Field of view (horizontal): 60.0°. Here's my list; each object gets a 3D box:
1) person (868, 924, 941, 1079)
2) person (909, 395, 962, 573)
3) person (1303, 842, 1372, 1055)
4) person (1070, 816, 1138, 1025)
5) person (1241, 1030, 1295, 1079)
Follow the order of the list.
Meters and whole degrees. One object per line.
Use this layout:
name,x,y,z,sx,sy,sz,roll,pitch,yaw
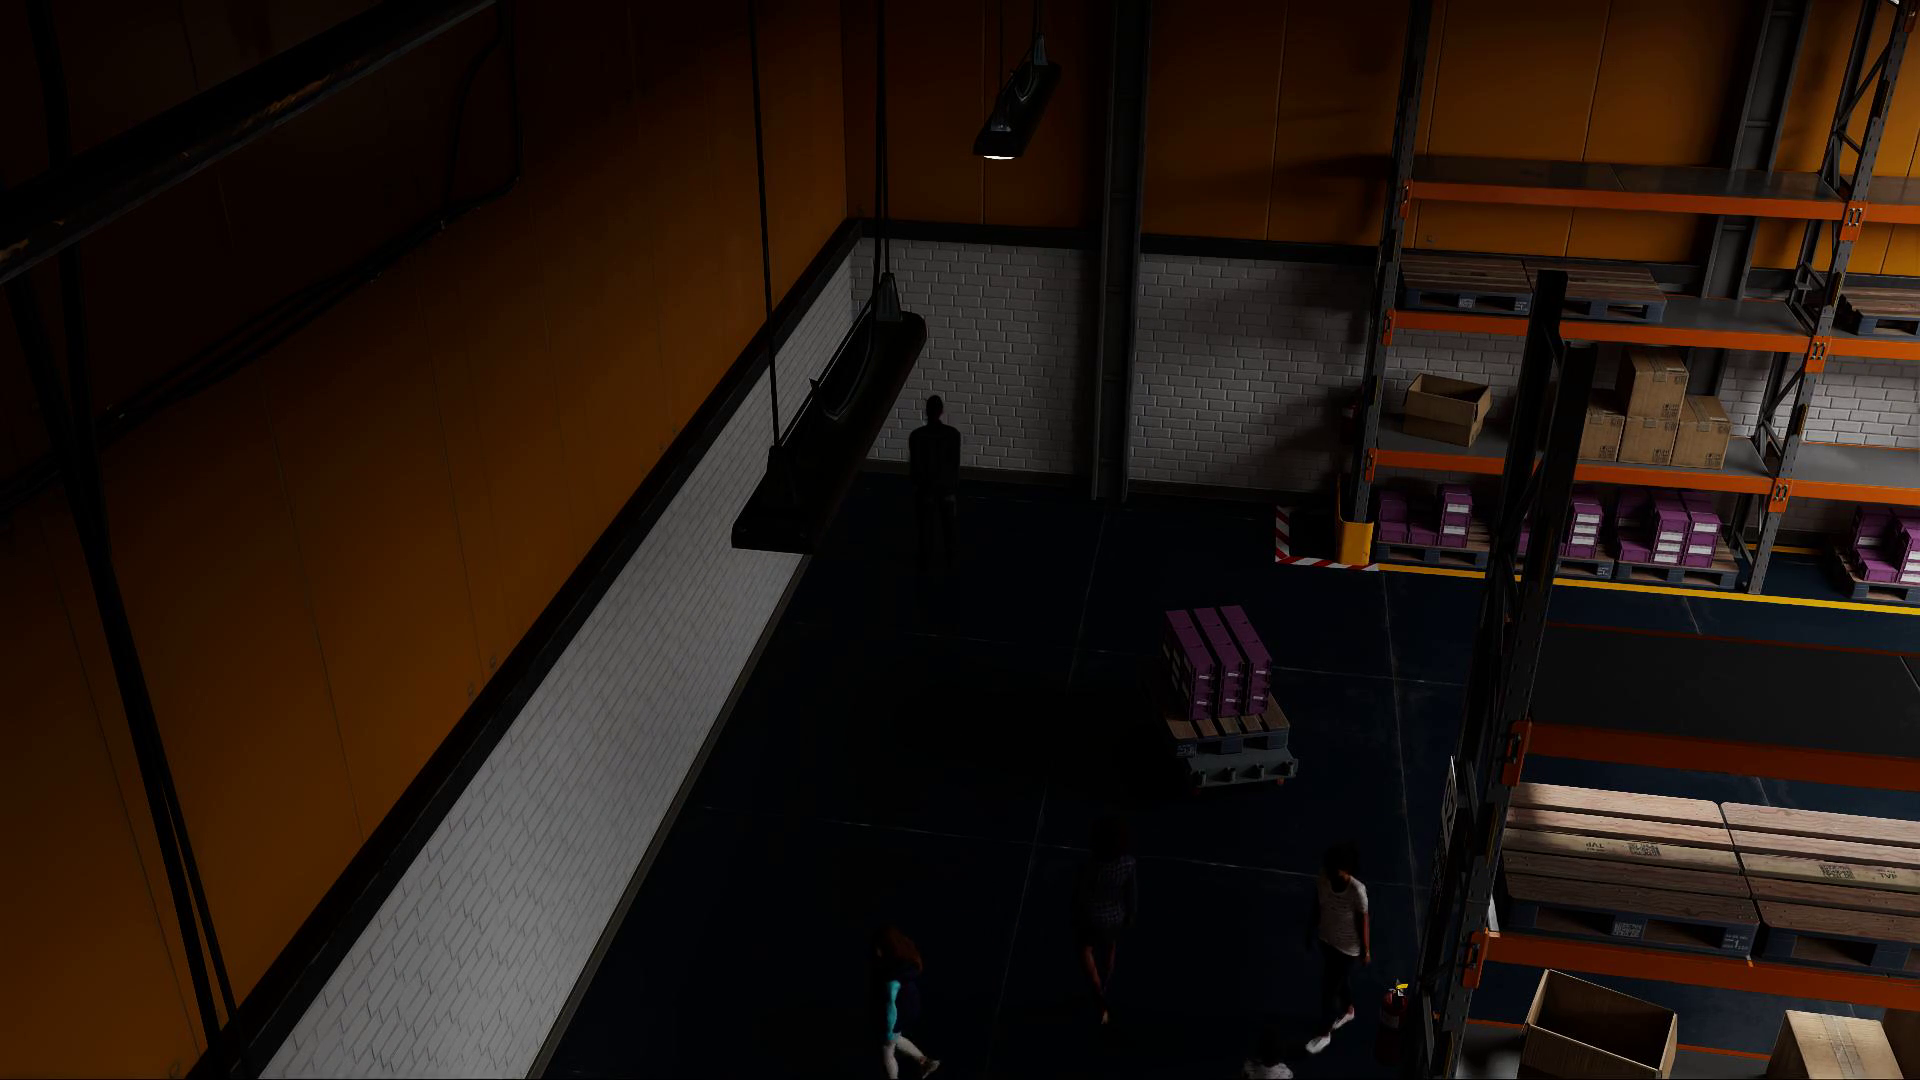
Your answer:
person,-0.381,3.066,10.827,0.772,1.491,0.655,-1,29,-2
person,-0.246,-0.585,17.083,0.662,1.911,0.822,-4,29,-7
person,2.651,2.707,11.356,0.911,1.616,0.837,-17,33,-28
person,0.995,2.645,11.395,0.827,1.687,0.852,-7,29,-12
person,1.853,3.550,10.193,0.552,1.250,0.552,6,29,11
